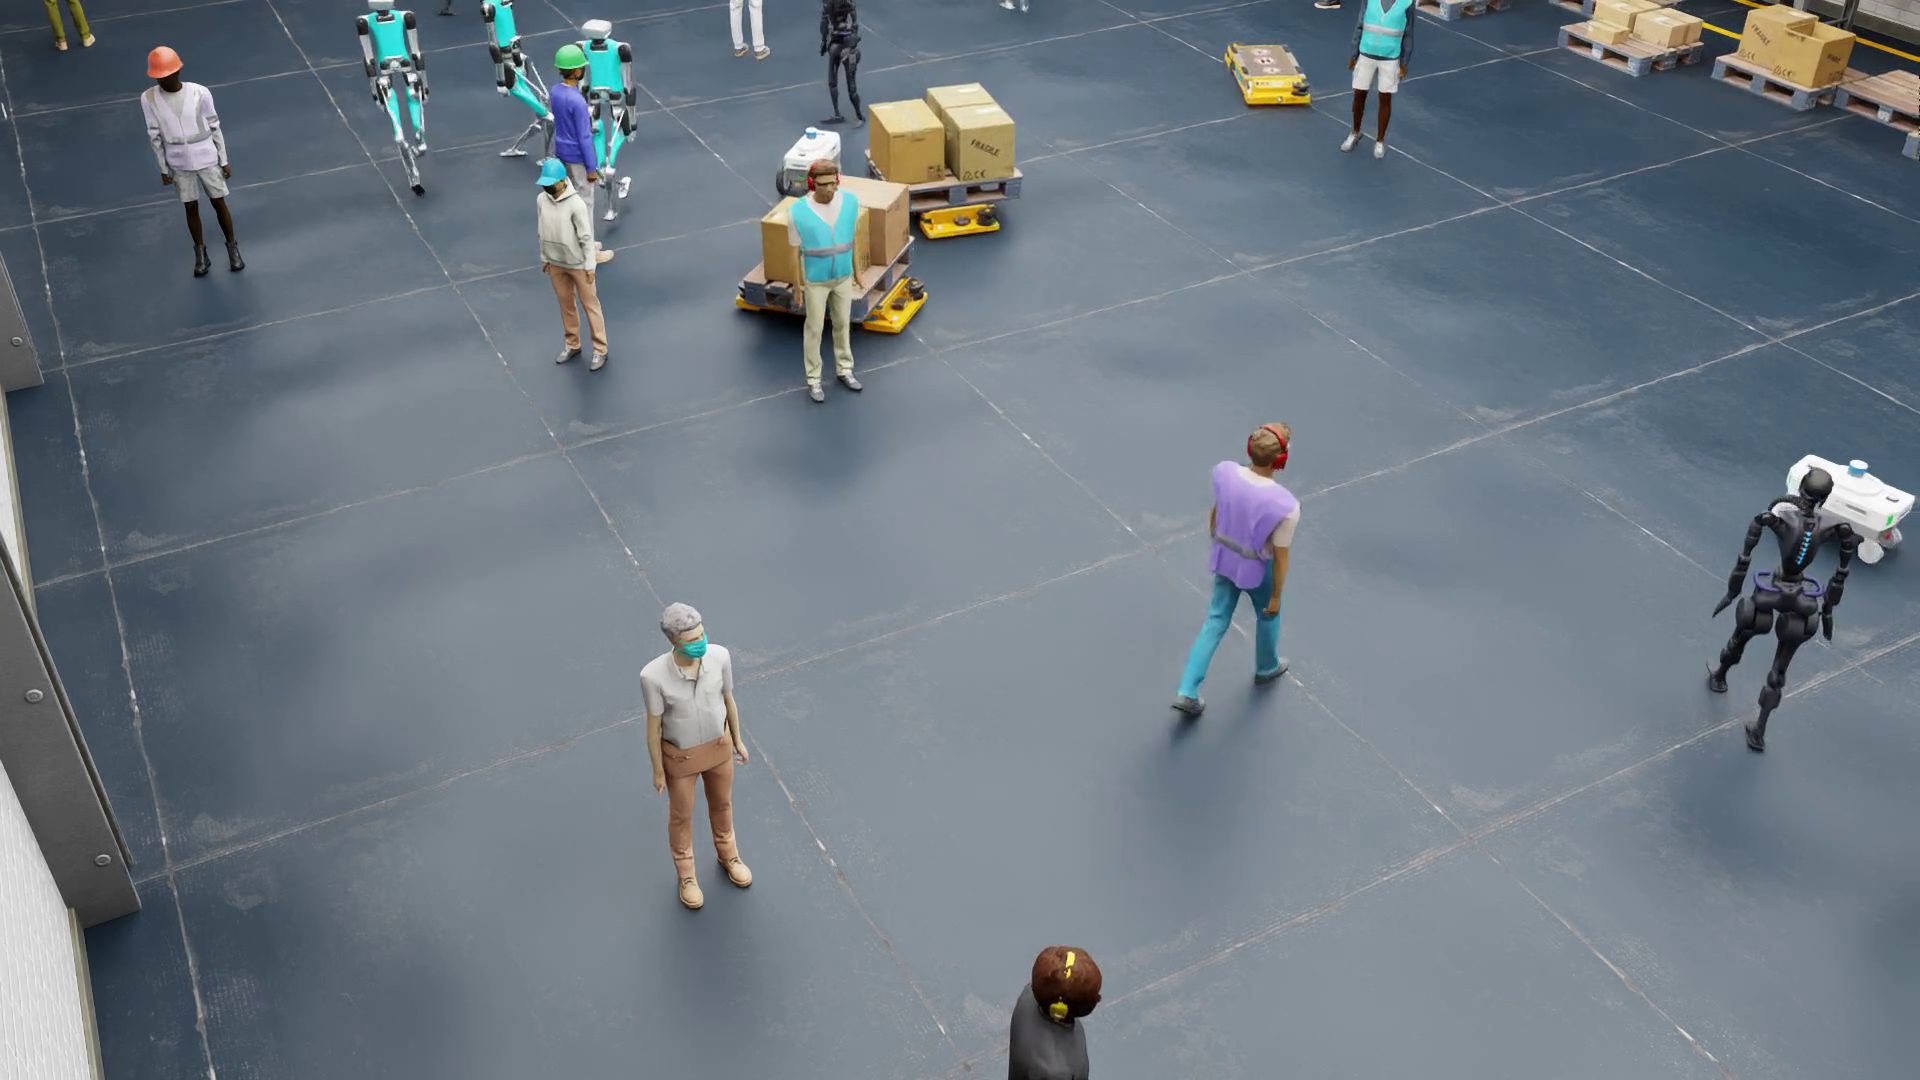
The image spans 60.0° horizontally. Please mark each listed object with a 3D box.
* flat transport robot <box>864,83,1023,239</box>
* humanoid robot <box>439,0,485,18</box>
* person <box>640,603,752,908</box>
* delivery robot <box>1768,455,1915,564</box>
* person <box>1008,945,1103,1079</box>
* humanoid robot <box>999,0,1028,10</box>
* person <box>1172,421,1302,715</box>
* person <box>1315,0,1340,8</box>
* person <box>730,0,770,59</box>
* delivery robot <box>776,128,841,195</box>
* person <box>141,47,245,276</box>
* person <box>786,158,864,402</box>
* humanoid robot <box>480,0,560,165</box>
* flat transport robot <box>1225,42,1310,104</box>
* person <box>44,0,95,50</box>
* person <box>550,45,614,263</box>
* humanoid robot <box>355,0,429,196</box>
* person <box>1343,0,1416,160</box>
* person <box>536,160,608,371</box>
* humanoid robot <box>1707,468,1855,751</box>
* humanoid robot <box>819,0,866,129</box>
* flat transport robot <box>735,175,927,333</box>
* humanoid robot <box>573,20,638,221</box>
[{"bbox_3d":[-0.169,-3.147,15.209,0.659,0.231,1.431,-10,36,-14],"label":"flat transport robot"},{"bbox_3d":[-5.835,-6.916,19.408,0.772,1.630,0.588,-4,35,-6],"label":"humanoid robot"},{"bbox_3d":[-1.259,1.018,7.972,0.490,1.748,0.315,-19,39,-25],"label":"person"},{"bbox_3d":[5.735,-0.248,10.837,0.499,0.613,0.797,-27,43,-33],"label":"delivery robot"},{"bbox_3d":[0.326,2.189,6.192,0.335,1.872,0.501,-2,35,-3],"label":"person"},{"bbox_3d":[0.570,-7.082,19.596,0.549,1.817,0.798,-12,37,-17],"label":"humanoid robot"},{"bbox_3d":[1.554,0.164,9.141,0.578,1.809,0.903,29,44,35],"label":"person"},{"bbox_3d":[4.463,-7.313,19.685,0.397,1.958,0.607,6,35,9],"label":"person"},{"bbox_3d":[-2.361,-6.226,18.205,0.573,1.880,0.361,10,36,14],"label":"person"},{"bbox_3d":[-1.384,-3.522,15.511,0.499,0.612,0.796,9,36,13],"label":"delivery robot"},{"bbox_3d":[-6.328,-3.118,13.717,0.550,1.933,0.364,-11,37,-15],"label":"person"},{"bbox_3d":[-0.977,-1.897,12.052,0.569,1.841,0.398,-21,40,-27],"label":"person"},{"bbox_3d":[-4.056,-4.396,15.744,0.877,1.788,0.576,5,35,7],"label":"humanoid robot"},{"bbox_3d":[3.297,-5.022,17.886,0.659,0.231,1.431,-1,35,-2],"label":"flat transport robot"},{"bbox_3d":[-10.107,-6.385,18.466,0.521,1.837,0.375,-15,38,-20],"label":"person"},{"bbox_3d":[-3.181,-3.214,13.923,0.380,1.866,0.452,-27,43,-33],"label":"person"},{"bbox_3d":[-5.090,-4.011,15.202,0.530,1.773,1.001,-13,37,-17],"label":"humanoid robot"},{"bbox_3d":[4.025,-4.631,15.895,0.583,1.949,0.440,14,37,19],"label":"person"},{"bbox_3d":[-2.931,-2.051,12.425,0.472,1.669,0.390,14,37,19],"label":"person"},{"bbox_3d":[4.467,0.310,9.066,0.611,1.630,0.711,9,36,12],"label":"humanoid robot"},{"bbox_3d":[-1.167,-4.944,16.546,0.374,1.643,0.601,-25,42,-31],"label":"humanoid robot"},{"bbox_3d":[-1.048,-2.007,13.582,1.431,0.231,0.659,11,37,16],"label":"flat transport robot"},{"bbox_3d":[-3.141,-3.619,14.598,0.549,1.726,1.038,5,35,8],"label":"humanoid robot"}]
